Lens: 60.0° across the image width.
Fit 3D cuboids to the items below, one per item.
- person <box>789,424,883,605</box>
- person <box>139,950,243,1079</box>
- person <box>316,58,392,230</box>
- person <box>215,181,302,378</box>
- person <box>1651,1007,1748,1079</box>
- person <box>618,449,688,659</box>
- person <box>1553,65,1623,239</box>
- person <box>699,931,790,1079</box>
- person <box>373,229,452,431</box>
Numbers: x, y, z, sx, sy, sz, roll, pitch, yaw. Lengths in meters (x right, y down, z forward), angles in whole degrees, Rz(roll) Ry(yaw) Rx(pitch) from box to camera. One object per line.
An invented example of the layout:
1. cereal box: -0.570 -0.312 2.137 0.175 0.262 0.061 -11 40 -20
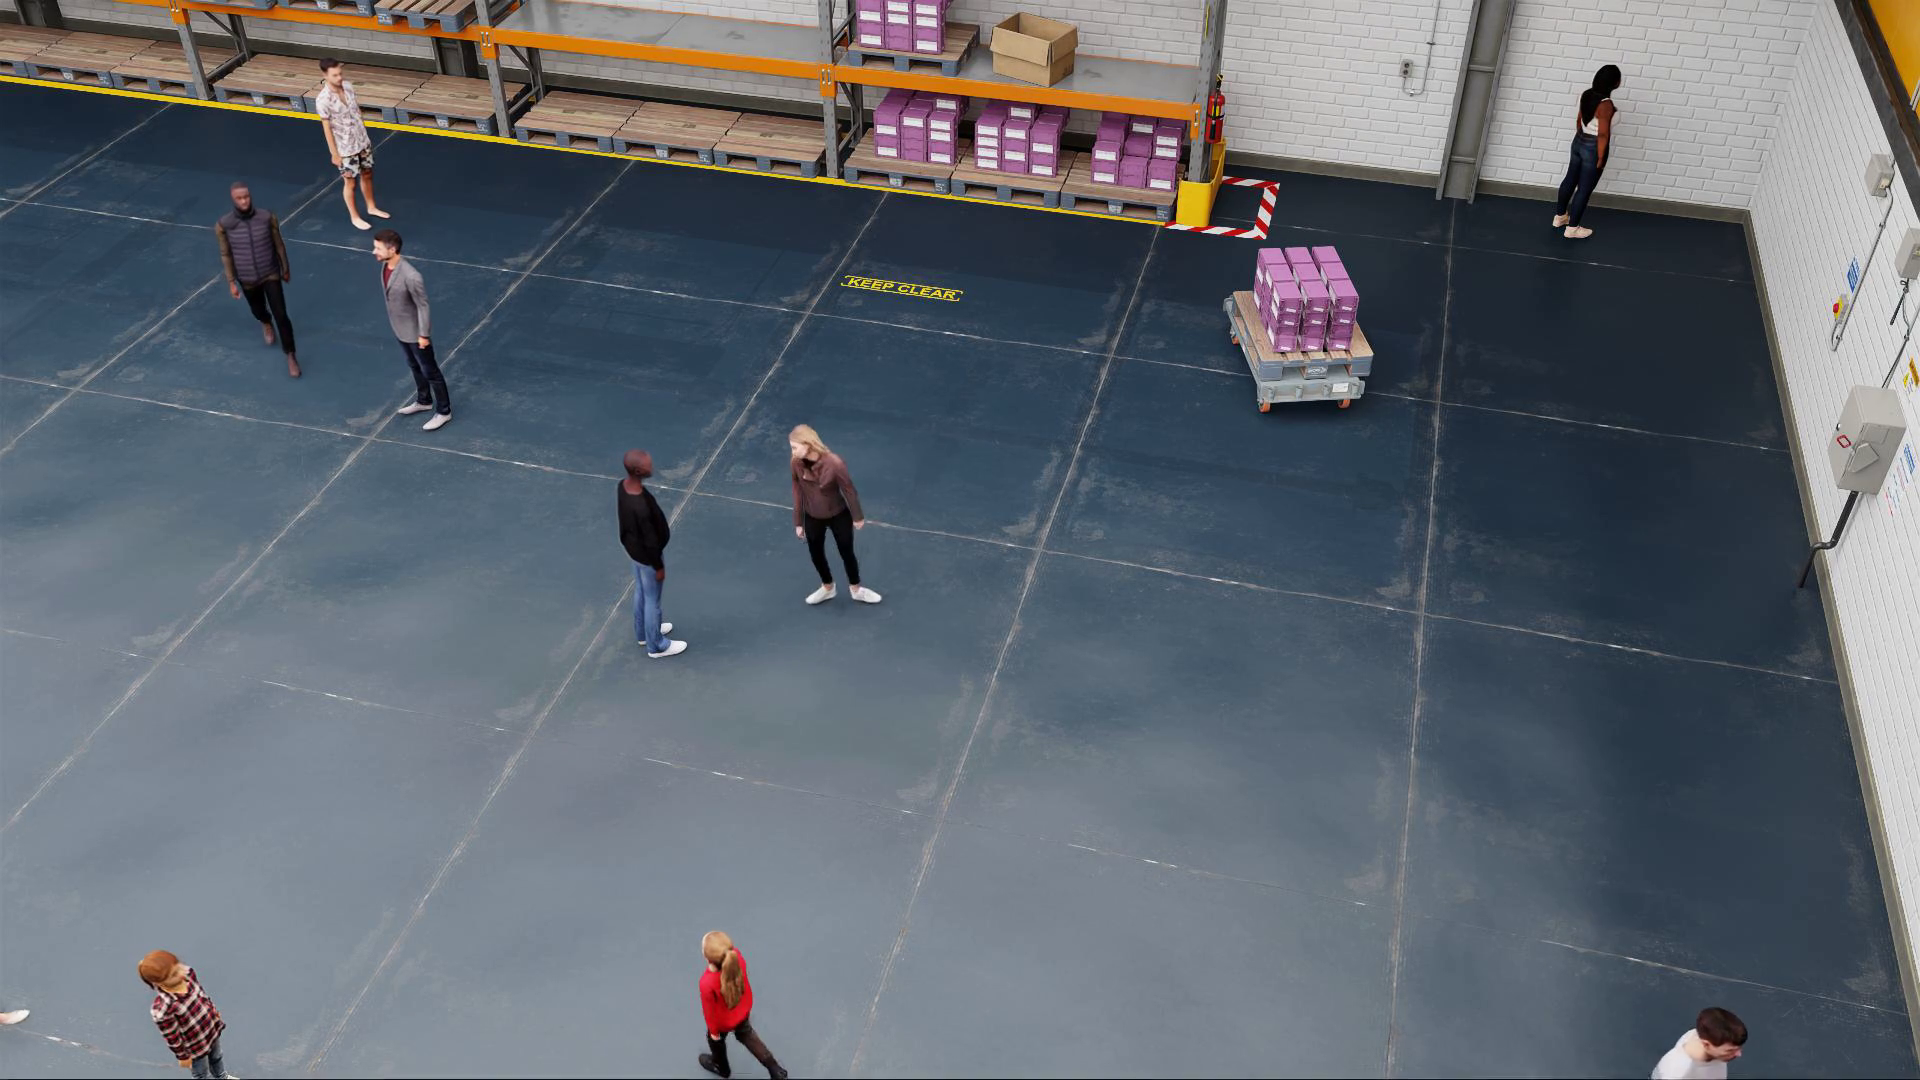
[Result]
1. person: -0.916 -0.177 12.311 0.482 1.674 0.843 1 39 2
2. person: -4.168 2.675 9.034 0.561 1.306 0.556 4 39 5
3. person: -6.309 -4.106 17.121 0.639 1.811 0.714 17 42 20
4. person: -6.327 -2.401 14.990 1.190 1.806 1.187 -15 41 -18
5. person: 3.457 2.888 8.357 1.035 1.818 1.137 -23 44 -26
6. person: -2.261 0.089 11.919 0.741 1.747 0.679 -20 43 -24
7. person: 6.410 -3.981 16.966 0.753 1.809 0.743 -8 39 -9
8. person: -1.231 2.620 9.135 0.895 1.266 0.666 23 44 26
9. person: -4.689 -1.822 14.211 0.838 1.873 0.722 -32 48 -33
